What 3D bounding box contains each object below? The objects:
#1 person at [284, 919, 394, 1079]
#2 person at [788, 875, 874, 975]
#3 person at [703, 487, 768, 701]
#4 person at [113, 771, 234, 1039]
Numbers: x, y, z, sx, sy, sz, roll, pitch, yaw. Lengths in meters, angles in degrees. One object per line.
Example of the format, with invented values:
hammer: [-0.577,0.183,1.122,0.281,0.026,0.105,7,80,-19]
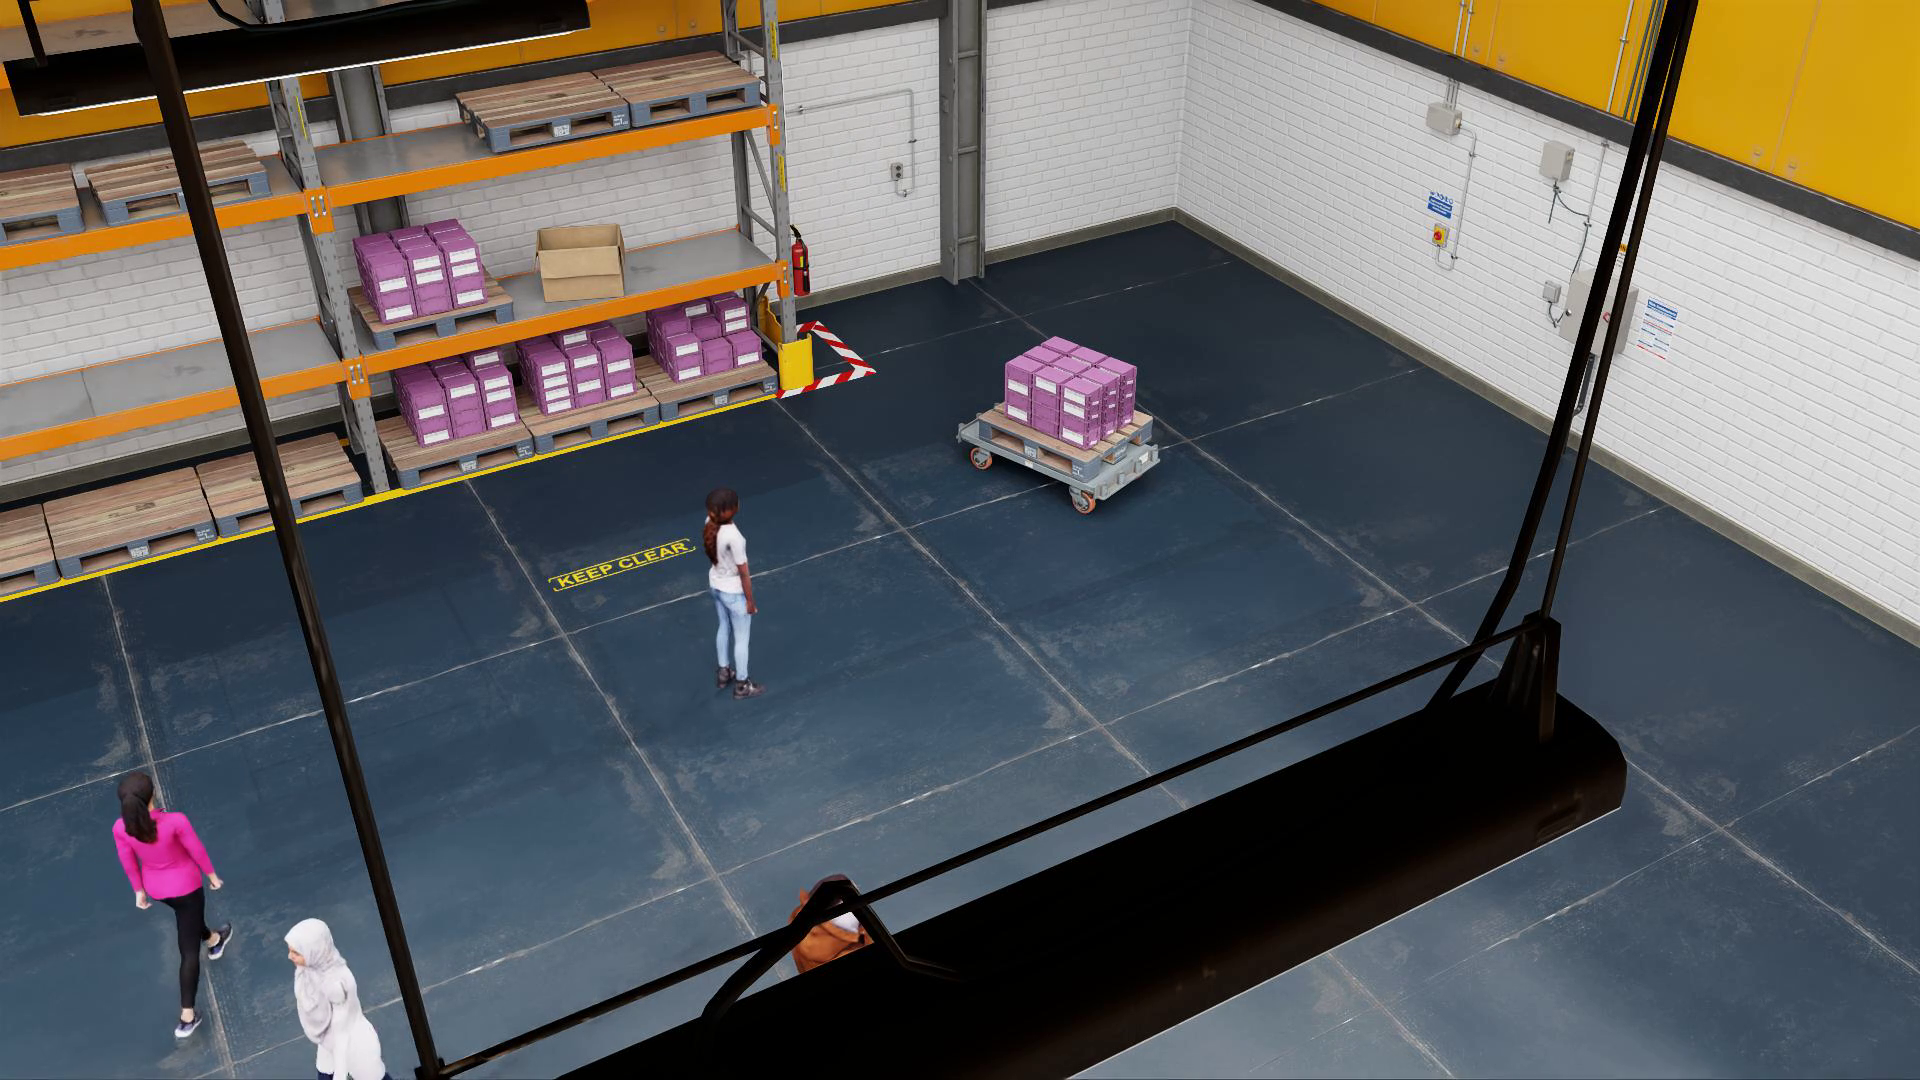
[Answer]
person: [-3.077,2.565,8.595,1.025,1.751,0.769,-26,42,-34]
person: [-0.623,2.437,8.709,0.794,1.839,0.808,27,42,35]
person: [-1.649,0.365,11.935,0.568,1.719,0.624,-26,41,-33]
person: [-4.480,2.056,9.447,1.161,1.656,1.026,-1,34,-2]
